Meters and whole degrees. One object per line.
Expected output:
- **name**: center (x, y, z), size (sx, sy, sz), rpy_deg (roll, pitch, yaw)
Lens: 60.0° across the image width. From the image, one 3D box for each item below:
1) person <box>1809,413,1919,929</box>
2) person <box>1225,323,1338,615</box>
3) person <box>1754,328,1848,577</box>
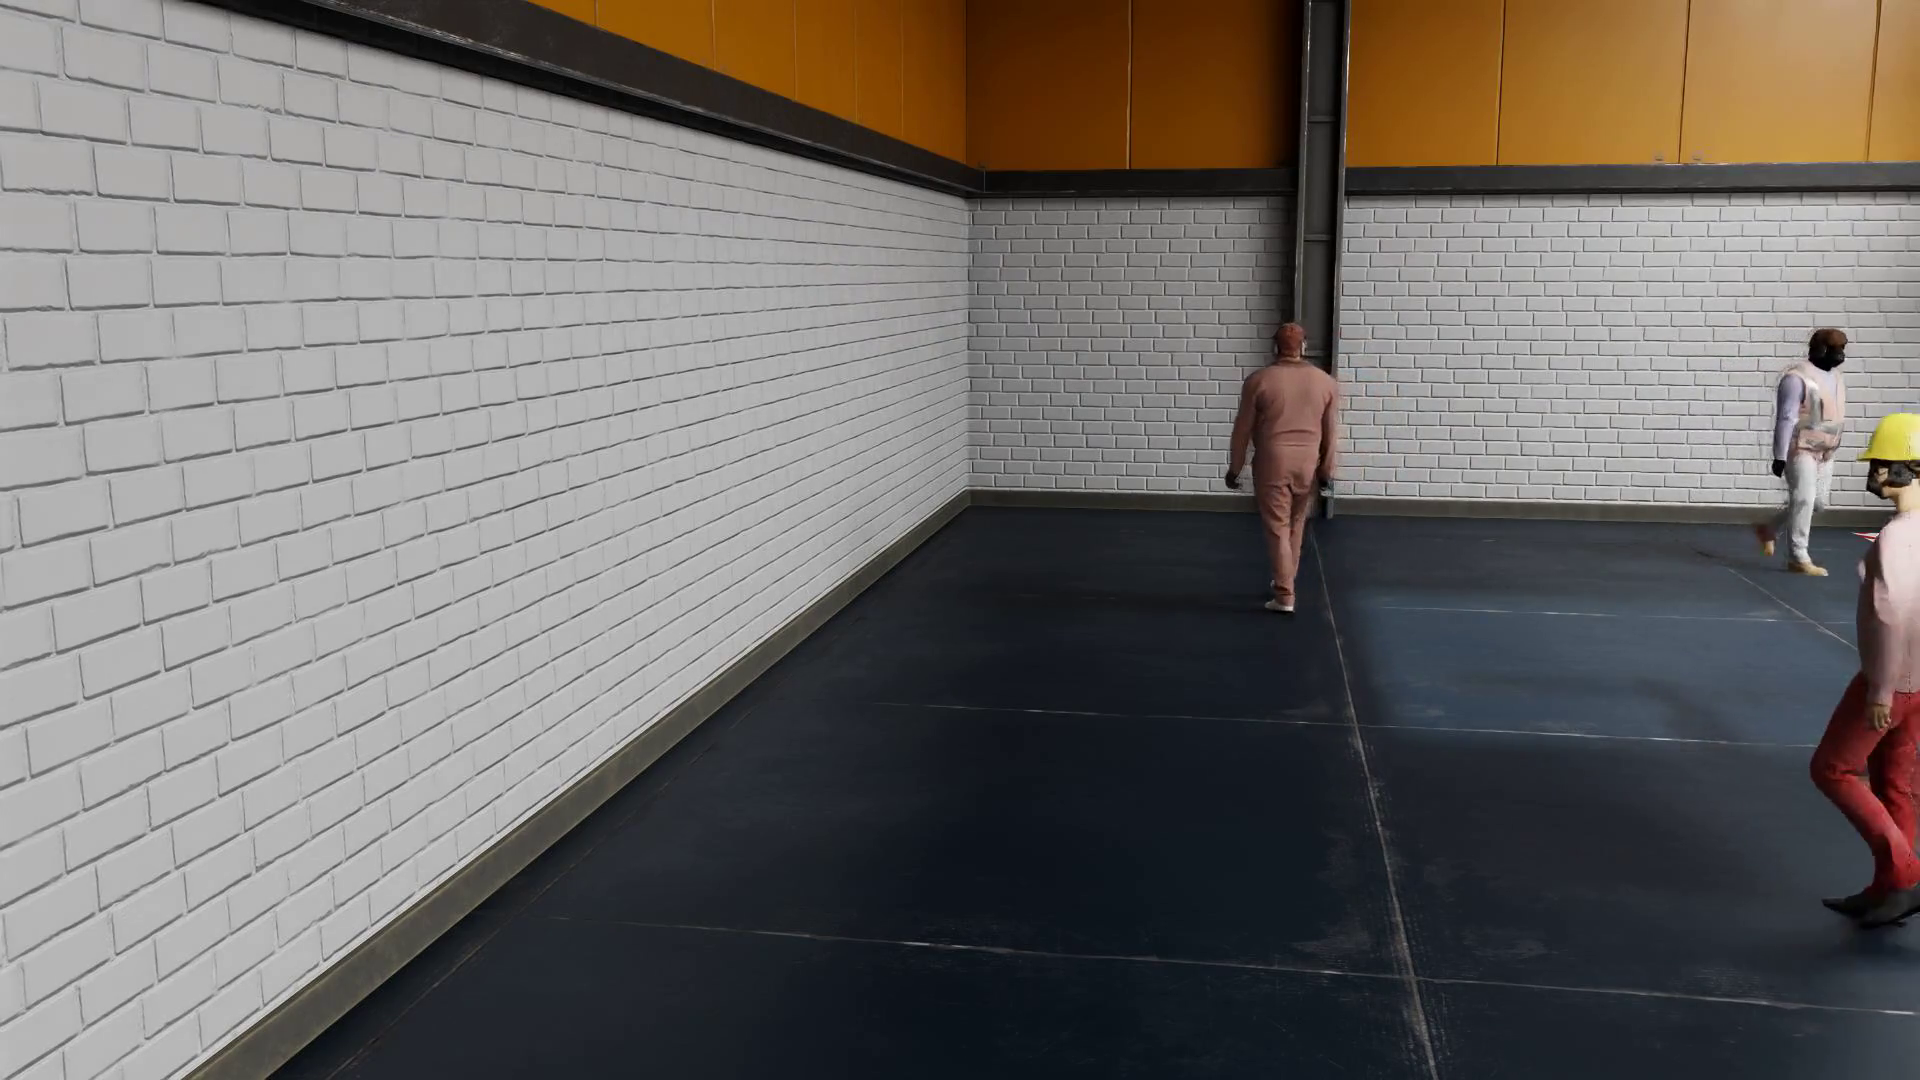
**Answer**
- **person**: center (3.098, 0.452, 5.570), size (0.539, 1.753, 0.356), rpy_deg (-9, 13, -44)
- **person**: center (2.085, -0.482, 10.991), size (0.662, 1.872, 0.881), rpy_deg (-2, 9, -13)
- **person**: center (6.182, -0.661, 12.272), size (0.657, 1.821, 0.618), rpy_deg (-5, 11, -31)
